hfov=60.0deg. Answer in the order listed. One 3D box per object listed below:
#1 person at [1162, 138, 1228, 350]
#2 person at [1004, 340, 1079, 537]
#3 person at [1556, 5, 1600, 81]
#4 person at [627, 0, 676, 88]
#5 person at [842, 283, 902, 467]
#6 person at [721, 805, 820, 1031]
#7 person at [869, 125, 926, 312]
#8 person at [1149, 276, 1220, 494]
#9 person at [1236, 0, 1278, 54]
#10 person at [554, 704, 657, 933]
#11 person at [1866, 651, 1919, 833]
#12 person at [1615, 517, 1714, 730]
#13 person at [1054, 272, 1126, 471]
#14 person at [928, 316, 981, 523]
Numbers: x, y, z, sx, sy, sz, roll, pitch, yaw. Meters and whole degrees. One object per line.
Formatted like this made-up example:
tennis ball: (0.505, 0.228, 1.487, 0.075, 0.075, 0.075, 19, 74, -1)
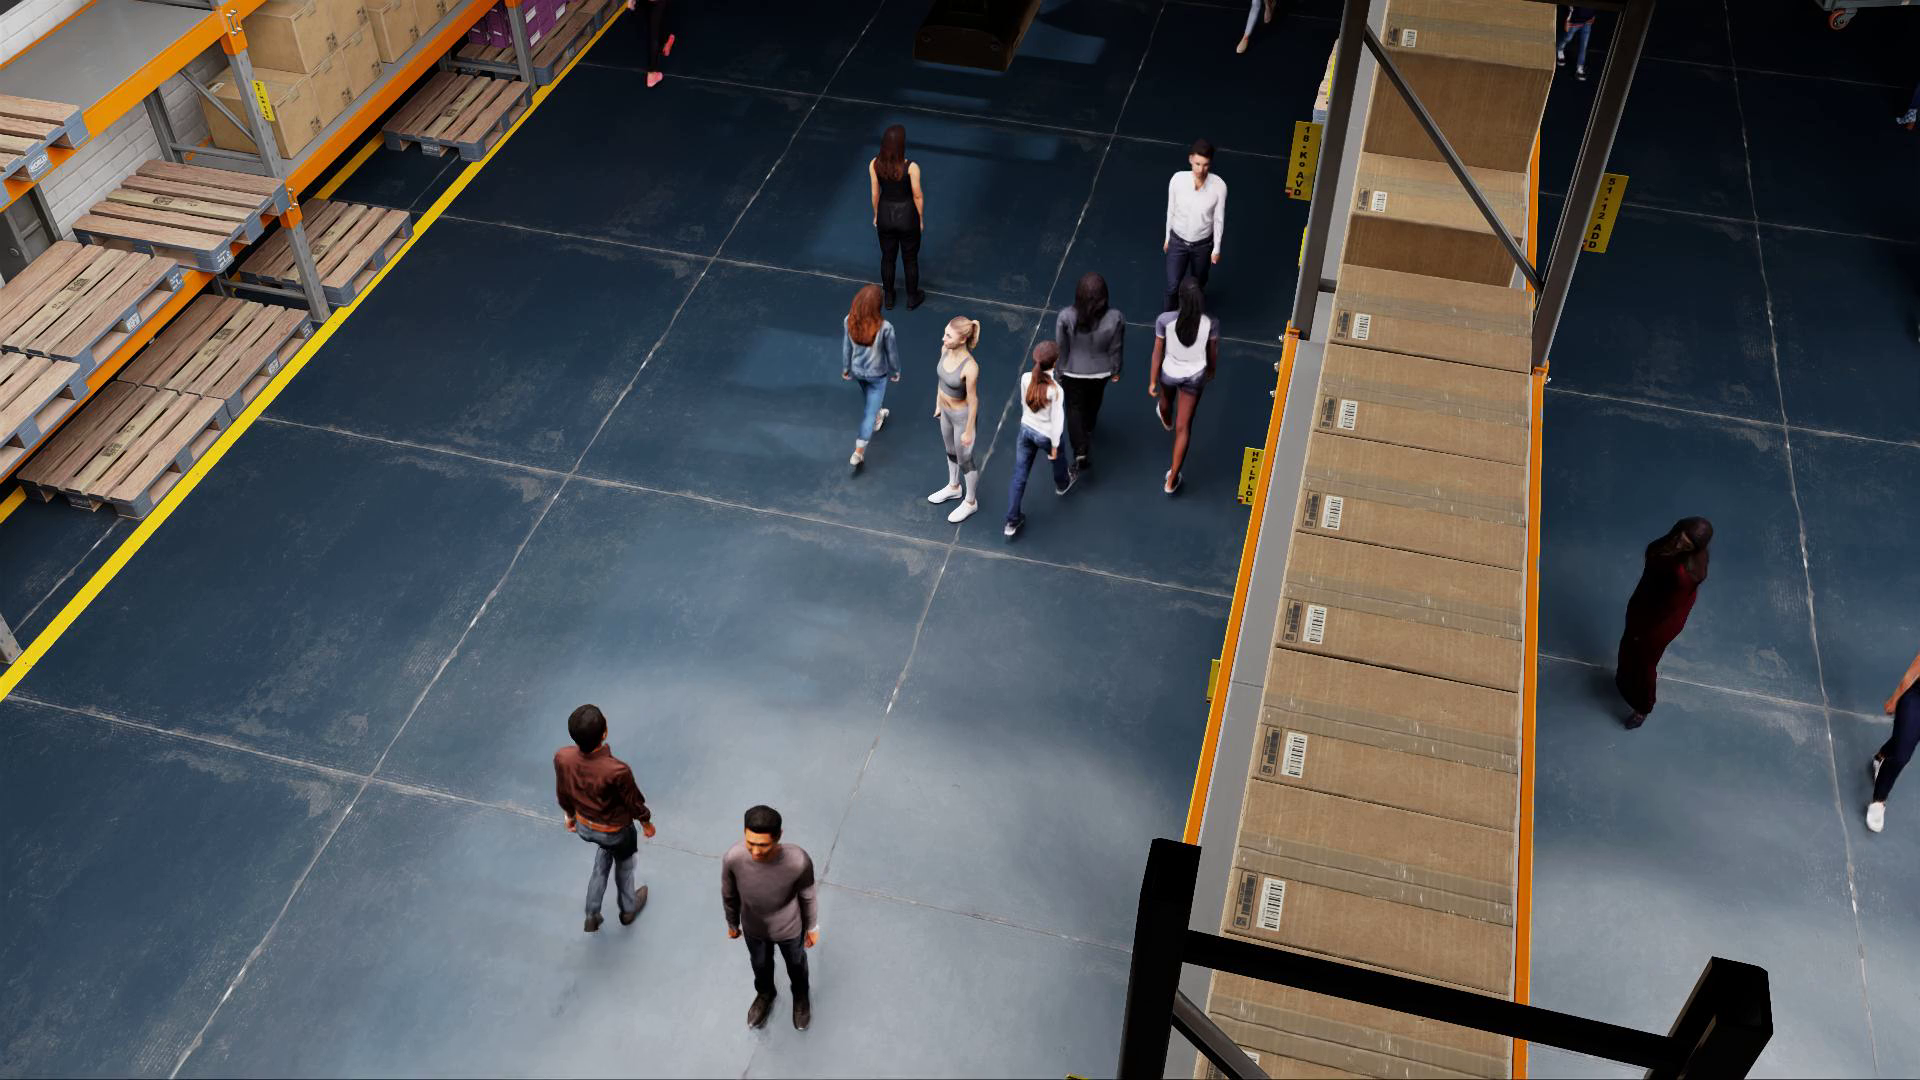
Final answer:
person: (1.872, -2.437, 13.316, 0.617, 1.827, 1.166, 12, 45, 12)
person: (0.511, -0.686, 11.709, 0.749, 1.510, 1.136, 23, 48, 22)
person: (6.244, -5.308, 16.790, 0.711, 1.193, 0.909, -4, 44, -4)
person: (-3.100, -5.308, 16.462, 0.653, 1.647, 1.099, 14, 45, 15)
person: (-0.692, -1.199, 12.289, 0.652, 1.453, 1.023, 14, 45, 14)
person: (-0.969, 1.982, 8.722, 0.567, 1.767, 0.675, 10, 45, 11)
person: (-0.509, -2.627, 13.617, 0.589, 1.688, 0.554, 8, 44, 9)
person: (1.598, -1.096, 12.018, 0.770, 1.677, 1.219, 3, 44, 4)
person: (3.137, -5.965, 17.065, 0.833, 1.765, 1.198, 23, 48, 22)
person: (-1.980, 1.624, 9.099, 0.704, 1.765, 0.769, 16, 46, 16)
person: (5.786, 0.933, 9.940, 0.602, 1.605, 0.880, 11, 45, 11)
person: (4.429, 0.389, 10.425, 0.804, 1.724, 0.569, 26, 49, 25)
person: (0.945, -1.227, 12.235, 0.891, 1.568, 1.108, -3, 44, -3)
person: (-0.009, -0.871, 11.763, 0.718, 1.704, 0.666, -24, 49, -23)
